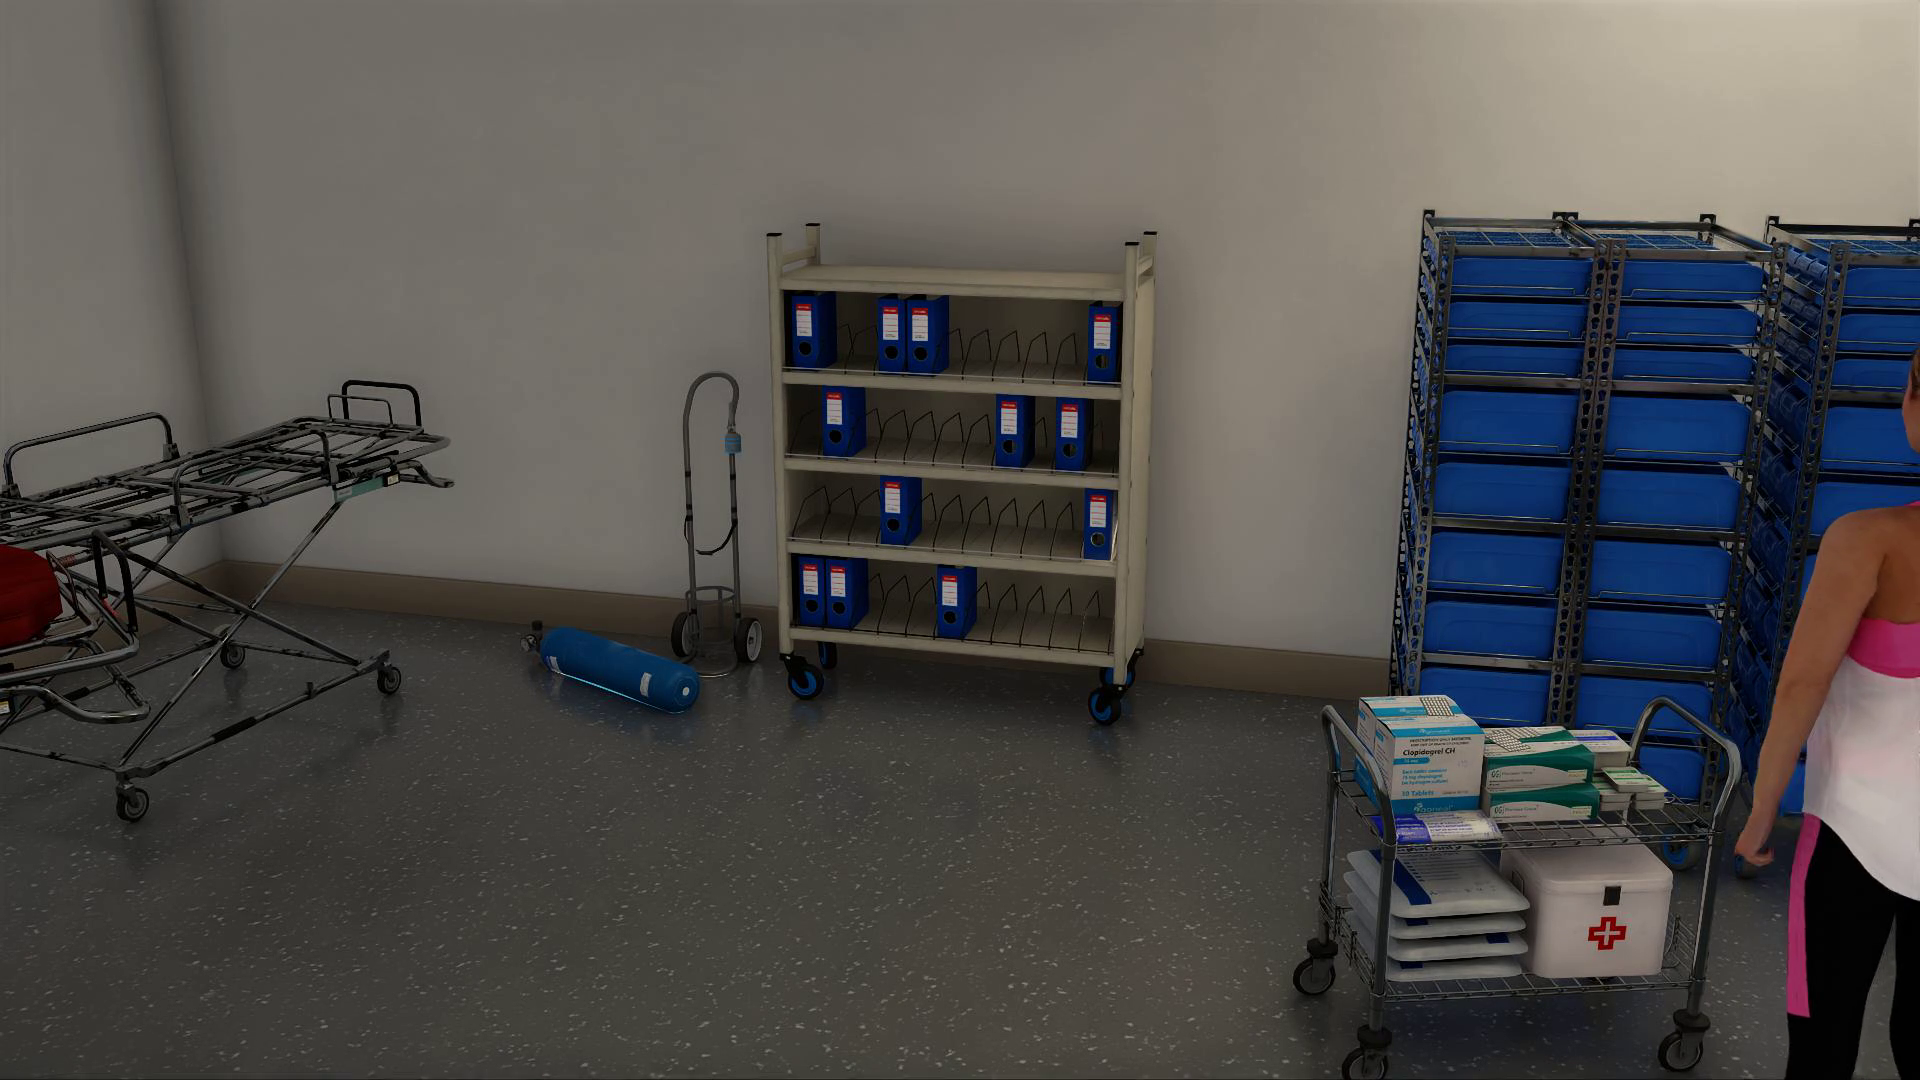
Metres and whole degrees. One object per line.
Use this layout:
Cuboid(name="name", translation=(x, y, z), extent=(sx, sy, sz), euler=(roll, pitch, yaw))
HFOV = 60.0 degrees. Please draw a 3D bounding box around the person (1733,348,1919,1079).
Cuboid(name="person", translation=(1.583, 0.523, 2.775), extent=(0.665, 1.786, 0.604), euler=(0, 16, -1))
